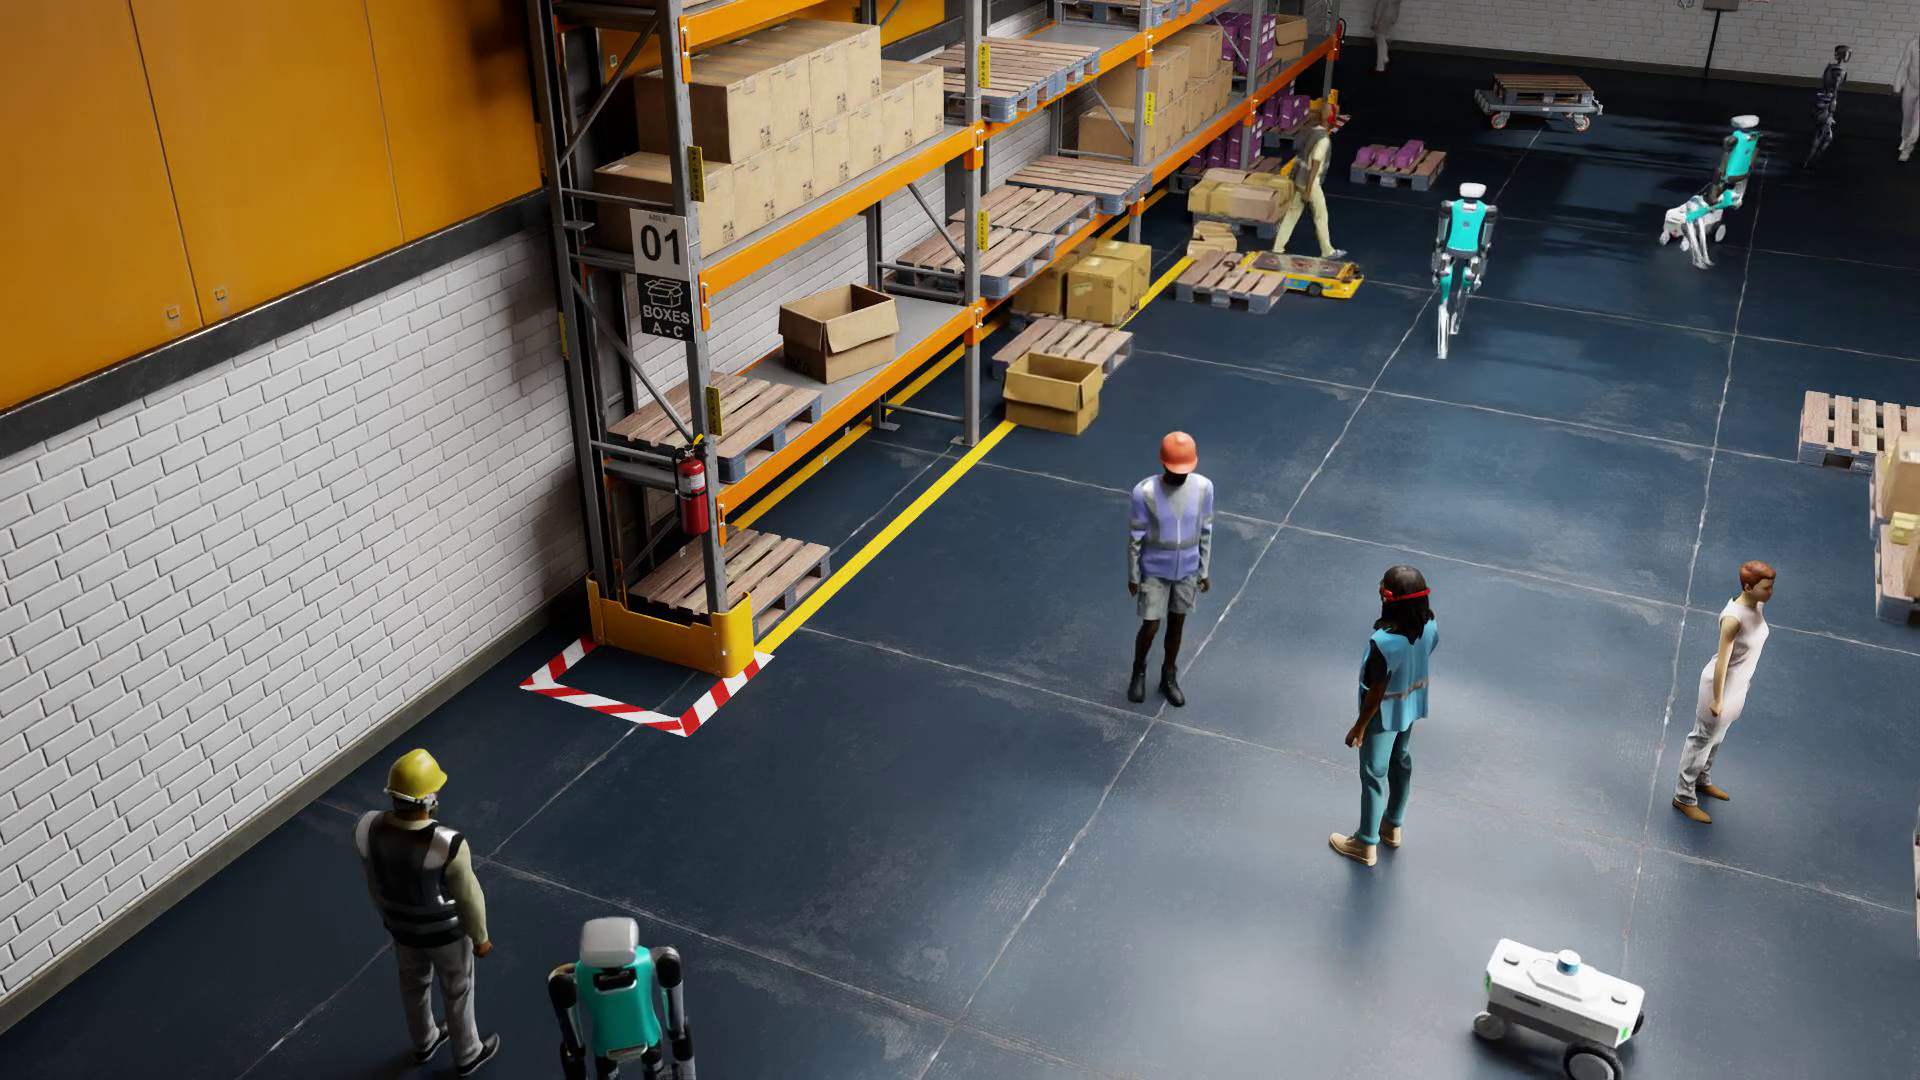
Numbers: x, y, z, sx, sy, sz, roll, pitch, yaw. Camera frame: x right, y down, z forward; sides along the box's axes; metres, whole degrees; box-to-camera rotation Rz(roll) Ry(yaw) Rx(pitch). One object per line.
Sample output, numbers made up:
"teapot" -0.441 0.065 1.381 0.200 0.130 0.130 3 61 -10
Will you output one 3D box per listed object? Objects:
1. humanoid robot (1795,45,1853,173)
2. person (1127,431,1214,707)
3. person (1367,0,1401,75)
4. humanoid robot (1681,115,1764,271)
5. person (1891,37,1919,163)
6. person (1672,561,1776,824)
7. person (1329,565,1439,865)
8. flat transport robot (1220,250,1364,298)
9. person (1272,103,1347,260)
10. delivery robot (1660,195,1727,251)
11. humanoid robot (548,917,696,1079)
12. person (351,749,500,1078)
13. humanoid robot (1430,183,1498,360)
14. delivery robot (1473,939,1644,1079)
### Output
"humanoid robot" 11.245 -5.599 21.628 0.365 1.640 0.616 8 29 15
"person" 1.345 0.187 10.641 0.544 1.929 0.371 -6 29 -10
"person" 6.794 -8.375 26.623 0.431 1.817 0.550 23 36 36
"humanoid robot" 8.242 -3.839 18.206 0.531 1.714 0.733 -13 31 -23
"person" 12.889 -6.068 22.317 0.650 1.847 1.009 20 34 32
"person" 4.464 0.861 9.663 0.286 1.661 0.443 24 37 37
"person" 2.379 0.976 9.237 0.529 1.866 0.389 -21 35 -34
"flat transport robot" 3.619 -2.898 18.101 1.431 0.231 0.659 12 30 21
"person" 3.922 -3.926 18.422 0.976 1.766 0.571 -5 29 -10
"delivery robot" 8.503 -3.701 19.279 0.777 0.585 0.499 -19 34 -31
"humanoid robot" -1.292 2.460 6.705 0.546 1.853 0.843 -7 29 -13
"person" -2.476 1.774 7.812 0.595 1.817 0.403 8 29 14
"humanoid robot" 4.877 -2.712 16.231 0.547 1.760 0.977 8 29 15
"delivery robot" 2.974 2.295 8.187 0.799 0.608 0.499 16 32 27
